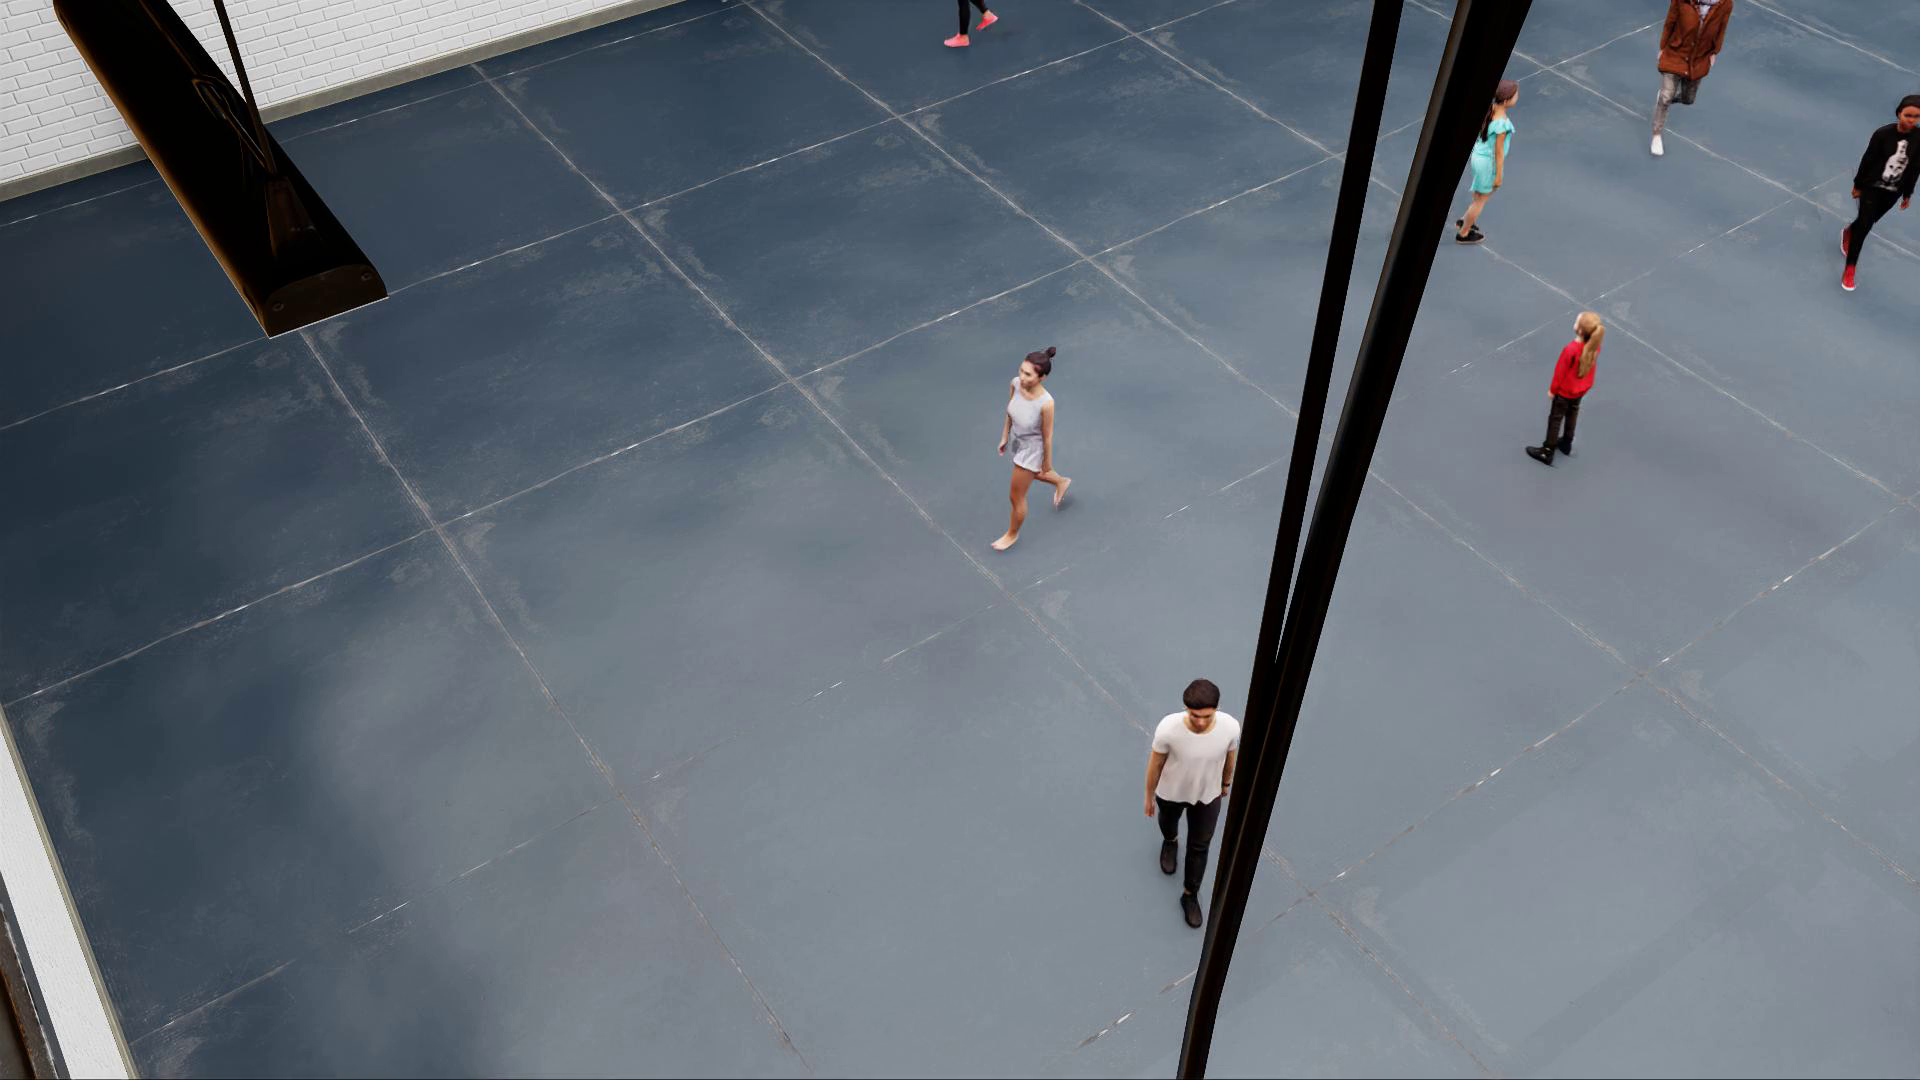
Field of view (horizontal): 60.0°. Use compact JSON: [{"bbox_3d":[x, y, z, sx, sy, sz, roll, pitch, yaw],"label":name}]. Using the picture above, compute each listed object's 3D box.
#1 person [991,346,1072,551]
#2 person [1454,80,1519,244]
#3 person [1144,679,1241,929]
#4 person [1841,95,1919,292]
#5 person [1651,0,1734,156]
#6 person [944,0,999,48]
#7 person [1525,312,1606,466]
[{"bbox_3d":[0.535,-0.678,11.538,0.992,1.577,0.577,-24,49,-23],"label":"person"},{"bbox_3d":[4.439,-3.218,14.225,0.701,1.548,0.655,-4,44,-4],"label":"person"},{"bbox_3d":[1.289,1.312,9.360,0.981,1.700,1.017,3,44,3],"label":"person"},{"bbox_3d":[7.702,-2.984,13.909,1.044,1.646,1.116,7,44,8],"label":"person"},{"bbox_3d":[6.701,-4.496,15.368,1.039,1.822,1.085,5,44,6],"label":"person"},{"bbox_3d":[0.144,-5.850,16.886,0.941,1.688,0.851,-3,44,-3],"label":"person"},{"bbox_3d":[4.487,-1.128,12.226,0.415,1.281,0.540,-24,49,-23],"label":"person"}]
